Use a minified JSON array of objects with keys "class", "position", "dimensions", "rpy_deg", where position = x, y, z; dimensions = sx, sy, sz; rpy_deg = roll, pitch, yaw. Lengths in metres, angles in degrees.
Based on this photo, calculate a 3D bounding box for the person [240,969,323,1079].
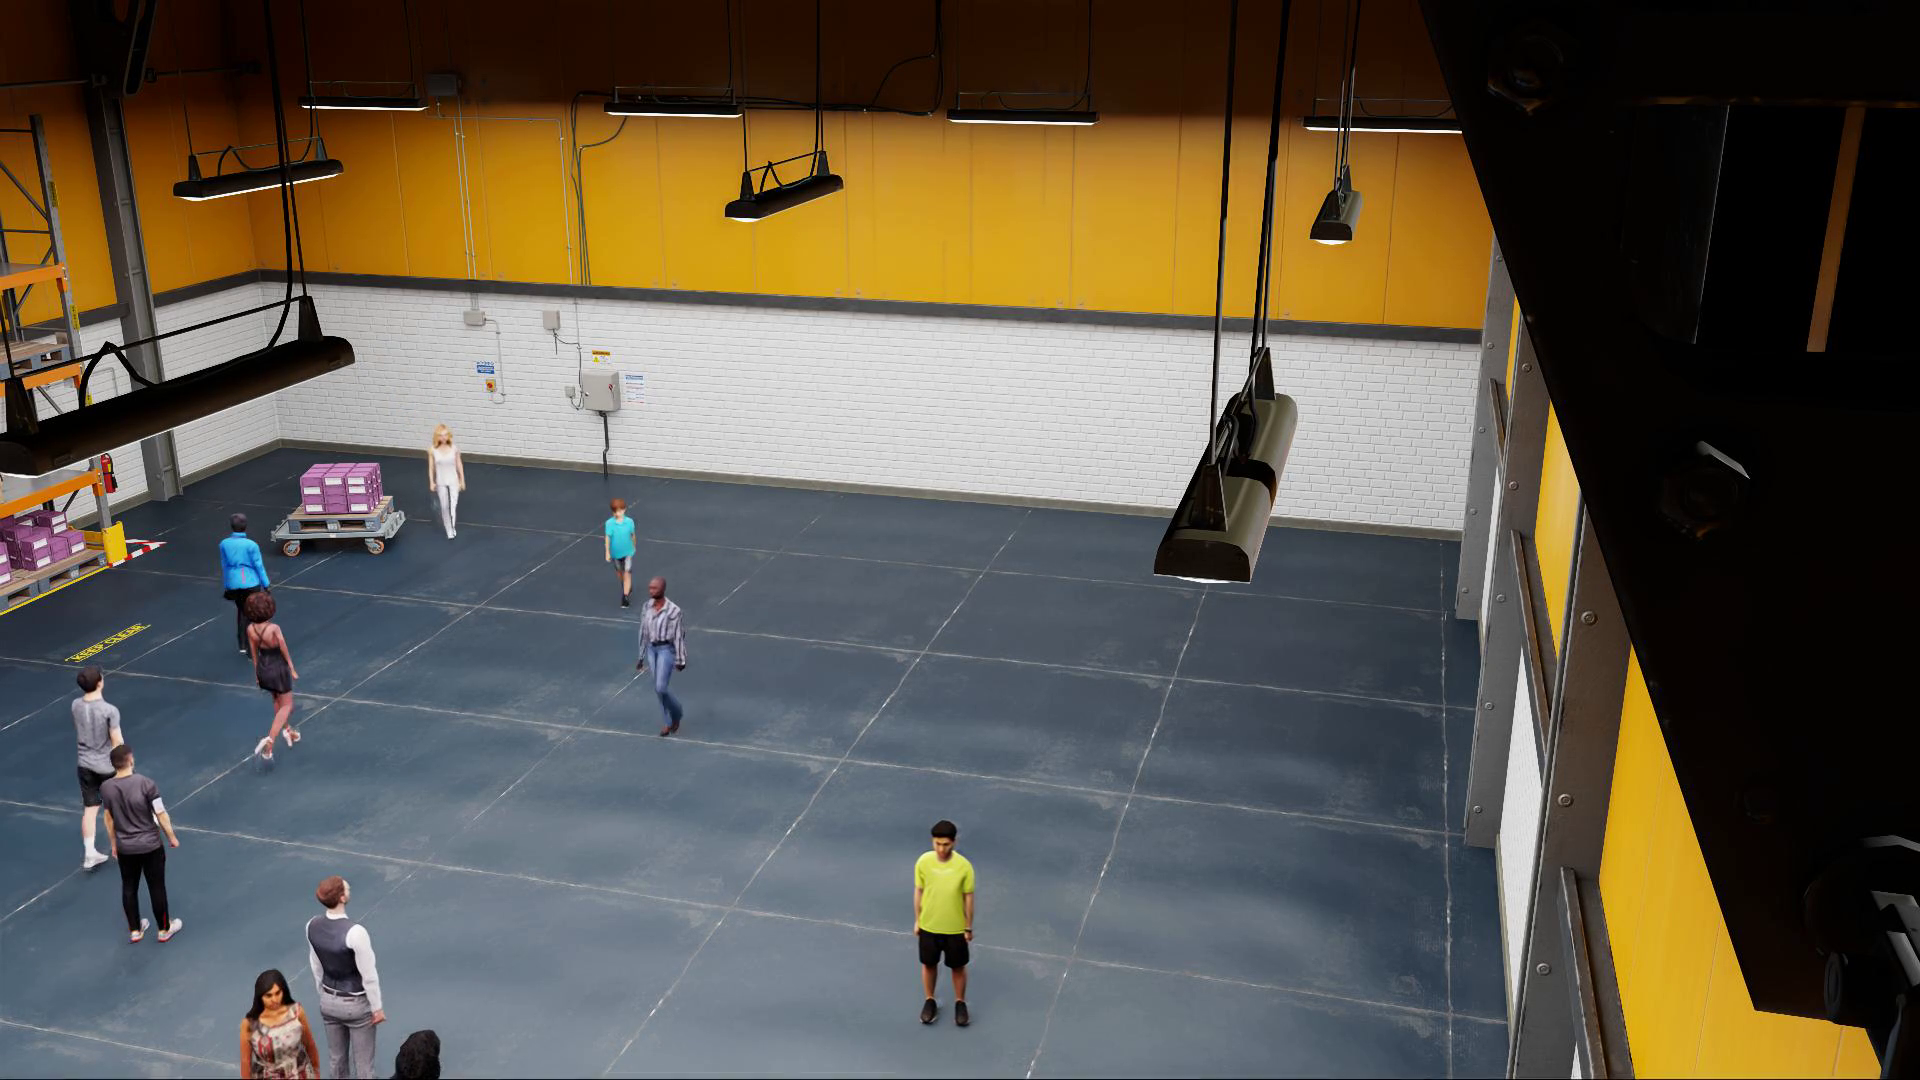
[{"class":"person","position":[-4.461,3.503,10.896],"dimensions":[0.804,1.636,0.868],"rpy_deg":[-13,22,-33]}]

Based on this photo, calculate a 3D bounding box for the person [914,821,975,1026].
[{"class":"person","position":[-0.131,2.882,12.631],"dimensions":[0.615,1.706,0.536],"rpy_deg":[4,19,11]}]

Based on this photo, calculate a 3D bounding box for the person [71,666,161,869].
[{"class":"person","position":[-7.759,2.051,14.892],"dimensions":[0.738,1.838,1.180],"rpy_deg":[3,19,10]}]

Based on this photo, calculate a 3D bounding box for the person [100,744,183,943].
[{"class":"person","position":[-6.749,2.506,13.656],"dimensions":[0.713,1.764,0.681],"rpy_deg":[0,19,-1]}]

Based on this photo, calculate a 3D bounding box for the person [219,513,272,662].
[{"class":"person","position":[-8.379,0.573,19.361],"dimensions":[0.696,1.786,0.649],"rpy_deg":[1,19,4]}]

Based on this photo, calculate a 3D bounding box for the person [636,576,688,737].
[{"class":"person","position":[-3.084,1.205,17.493],"dimensions":[0.702,1.782,0.707],"rpy_deg":[10,21,28]}]

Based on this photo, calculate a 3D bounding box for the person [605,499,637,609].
[{"class":"person","position":[-4.308,0.121,21.309],"dimensions":[0.761,1.400,1.065],"rpy_deg":[-2,19,-6]}]

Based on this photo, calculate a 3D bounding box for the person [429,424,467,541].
[{"class":"person","position":[-7.358,-0.858,23.829],"dimensions":[0.933,1.648,1.008],"rpy_deg":[-9,21,-26]}]

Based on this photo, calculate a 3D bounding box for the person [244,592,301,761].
[{"class":"person","position":[-7.004,1.411,16.908],"dimensions":[0.597,1.764,0.995],"rpy_deg":[6,19,17]}]

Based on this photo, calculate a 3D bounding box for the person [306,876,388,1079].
[{"class":"person","position":[-4.206,3.171,11.411],"dimensions":[0.682,1.937,0.613],"rpy_deg":[7,20,21]}]
